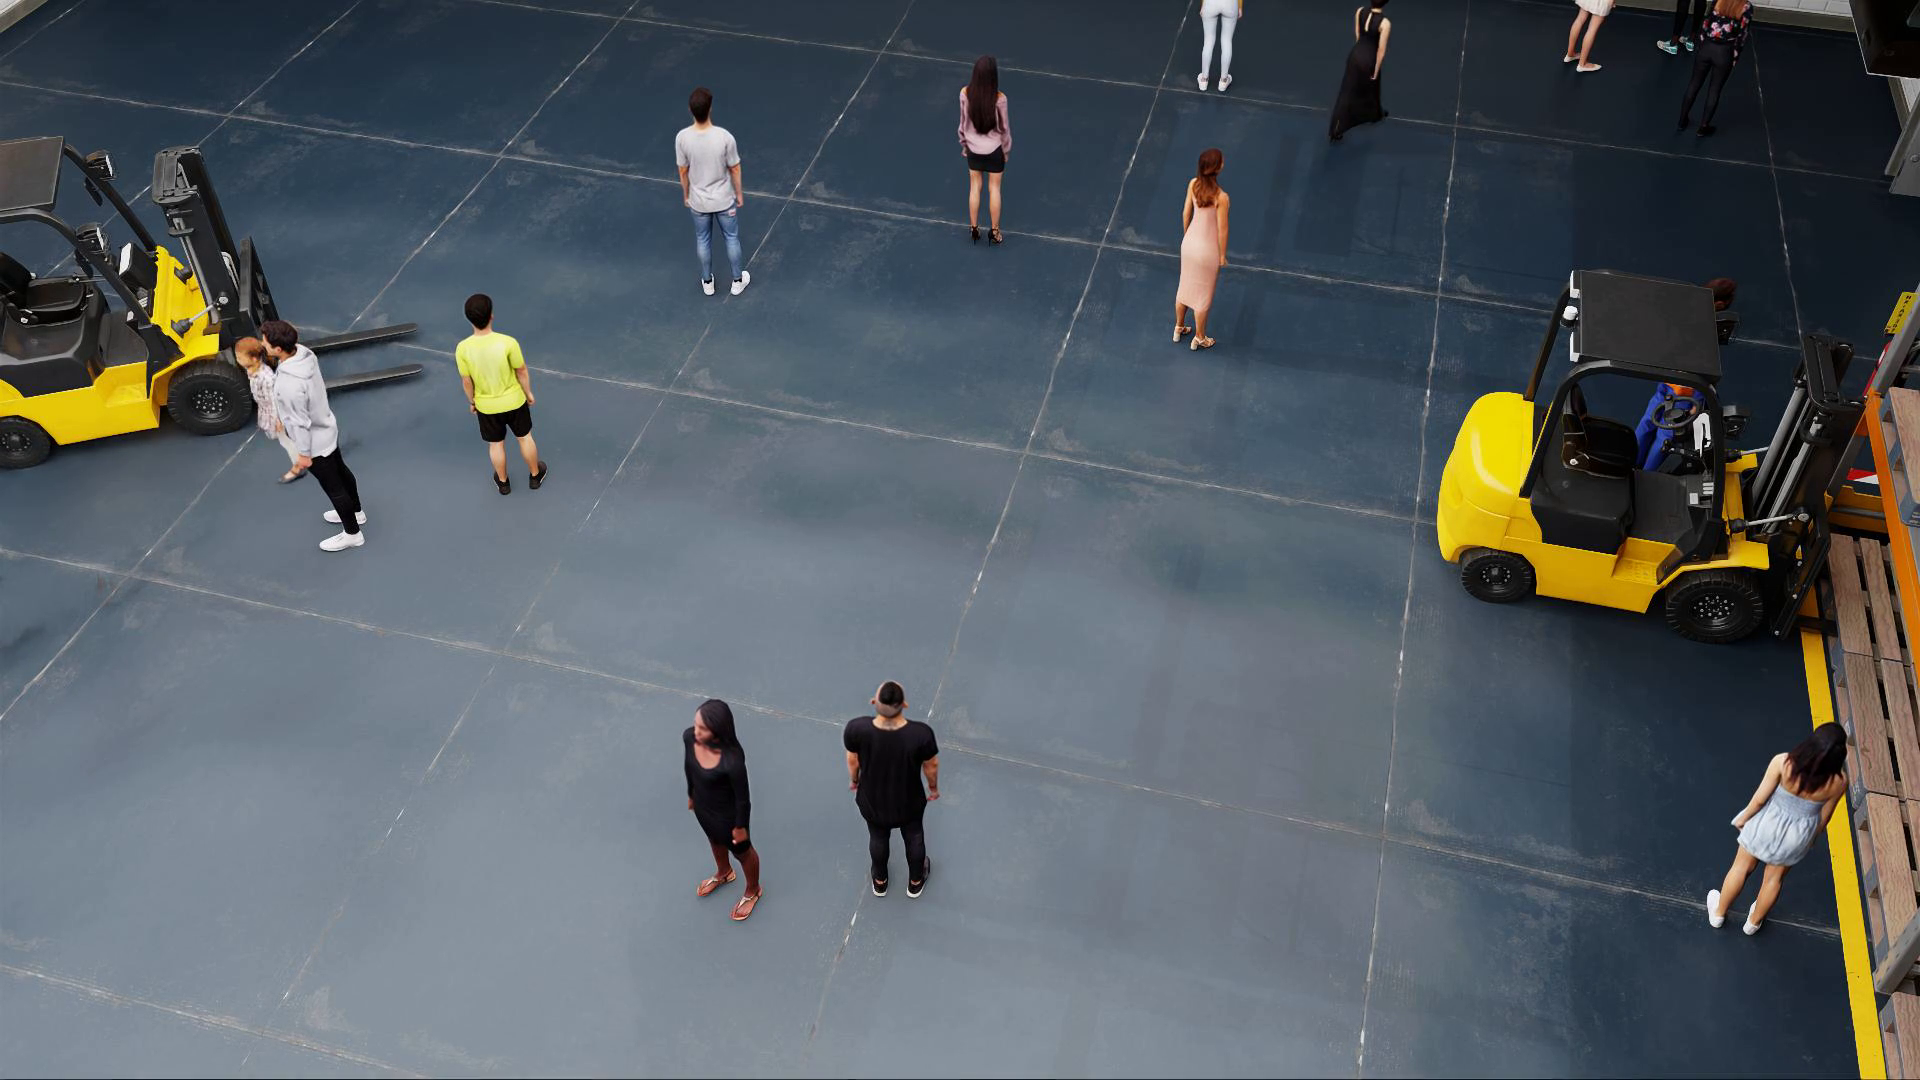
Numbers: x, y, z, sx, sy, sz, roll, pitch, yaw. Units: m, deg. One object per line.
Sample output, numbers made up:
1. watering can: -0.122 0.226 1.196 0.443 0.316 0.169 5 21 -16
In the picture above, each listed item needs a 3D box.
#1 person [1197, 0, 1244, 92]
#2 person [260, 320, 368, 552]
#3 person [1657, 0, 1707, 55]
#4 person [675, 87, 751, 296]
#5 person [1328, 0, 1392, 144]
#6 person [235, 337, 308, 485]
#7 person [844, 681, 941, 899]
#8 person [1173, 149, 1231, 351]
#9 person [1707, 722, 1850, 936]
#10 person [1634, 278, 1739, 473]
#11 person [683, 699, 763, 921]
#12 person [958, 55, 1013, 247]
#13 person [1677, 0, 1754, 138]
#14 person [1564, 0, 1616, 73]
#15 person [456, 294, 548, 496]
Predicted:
1. person: 2.610 -5.328 16.611 0.591 1.751 0.583 7 44 7
2. person: -4.520 -0.753 11.679 0.835 1.930 0.699 -7 44 -7
3. person: 7.660 -5.923 17.192 0.700 1.810 0.706 -12 45 -12
4. person: -2.091 -2.913 13.978 0.731 1.886 0.655 0 44 0
5. person: 3.803 -4.517 15.895 1.104 1.565 0.934 -34 53 -30
6. person: -5.048 -1.004 12.397 0.755 1.303 0.686 -32 52 -29
7. person: -0.381 1.403 9.466 0.722 1.860 0.650 2 44 3
8. person: 1.945 -2.340 13.415 0.671 1.832 0.656 -33 53 -30
9. person: 4.601 1.617 9.337 0.606 1.730 0.551 15 46 15
10. person: 5.261 -1.133 12.127 0.839 1.862 0.685 -6 44 -6
11. person: -1.355 1.515 9.450 0.680 1.720 0.650 28 50 27
12. person: 0.222 -3.387 14.529 0.627 1.811 0.538 14 45 14
13. person: 7.288 -4.704 16.005 0.667 1.682 0.648 -34 53 -30
14. person: 6.532 -5.643 16.970 0.708 1.711 0.621 -14 45 -14
15. person: -3.363 -1.052 12.153 0.700 1.709 0.692 -9 44 -9
